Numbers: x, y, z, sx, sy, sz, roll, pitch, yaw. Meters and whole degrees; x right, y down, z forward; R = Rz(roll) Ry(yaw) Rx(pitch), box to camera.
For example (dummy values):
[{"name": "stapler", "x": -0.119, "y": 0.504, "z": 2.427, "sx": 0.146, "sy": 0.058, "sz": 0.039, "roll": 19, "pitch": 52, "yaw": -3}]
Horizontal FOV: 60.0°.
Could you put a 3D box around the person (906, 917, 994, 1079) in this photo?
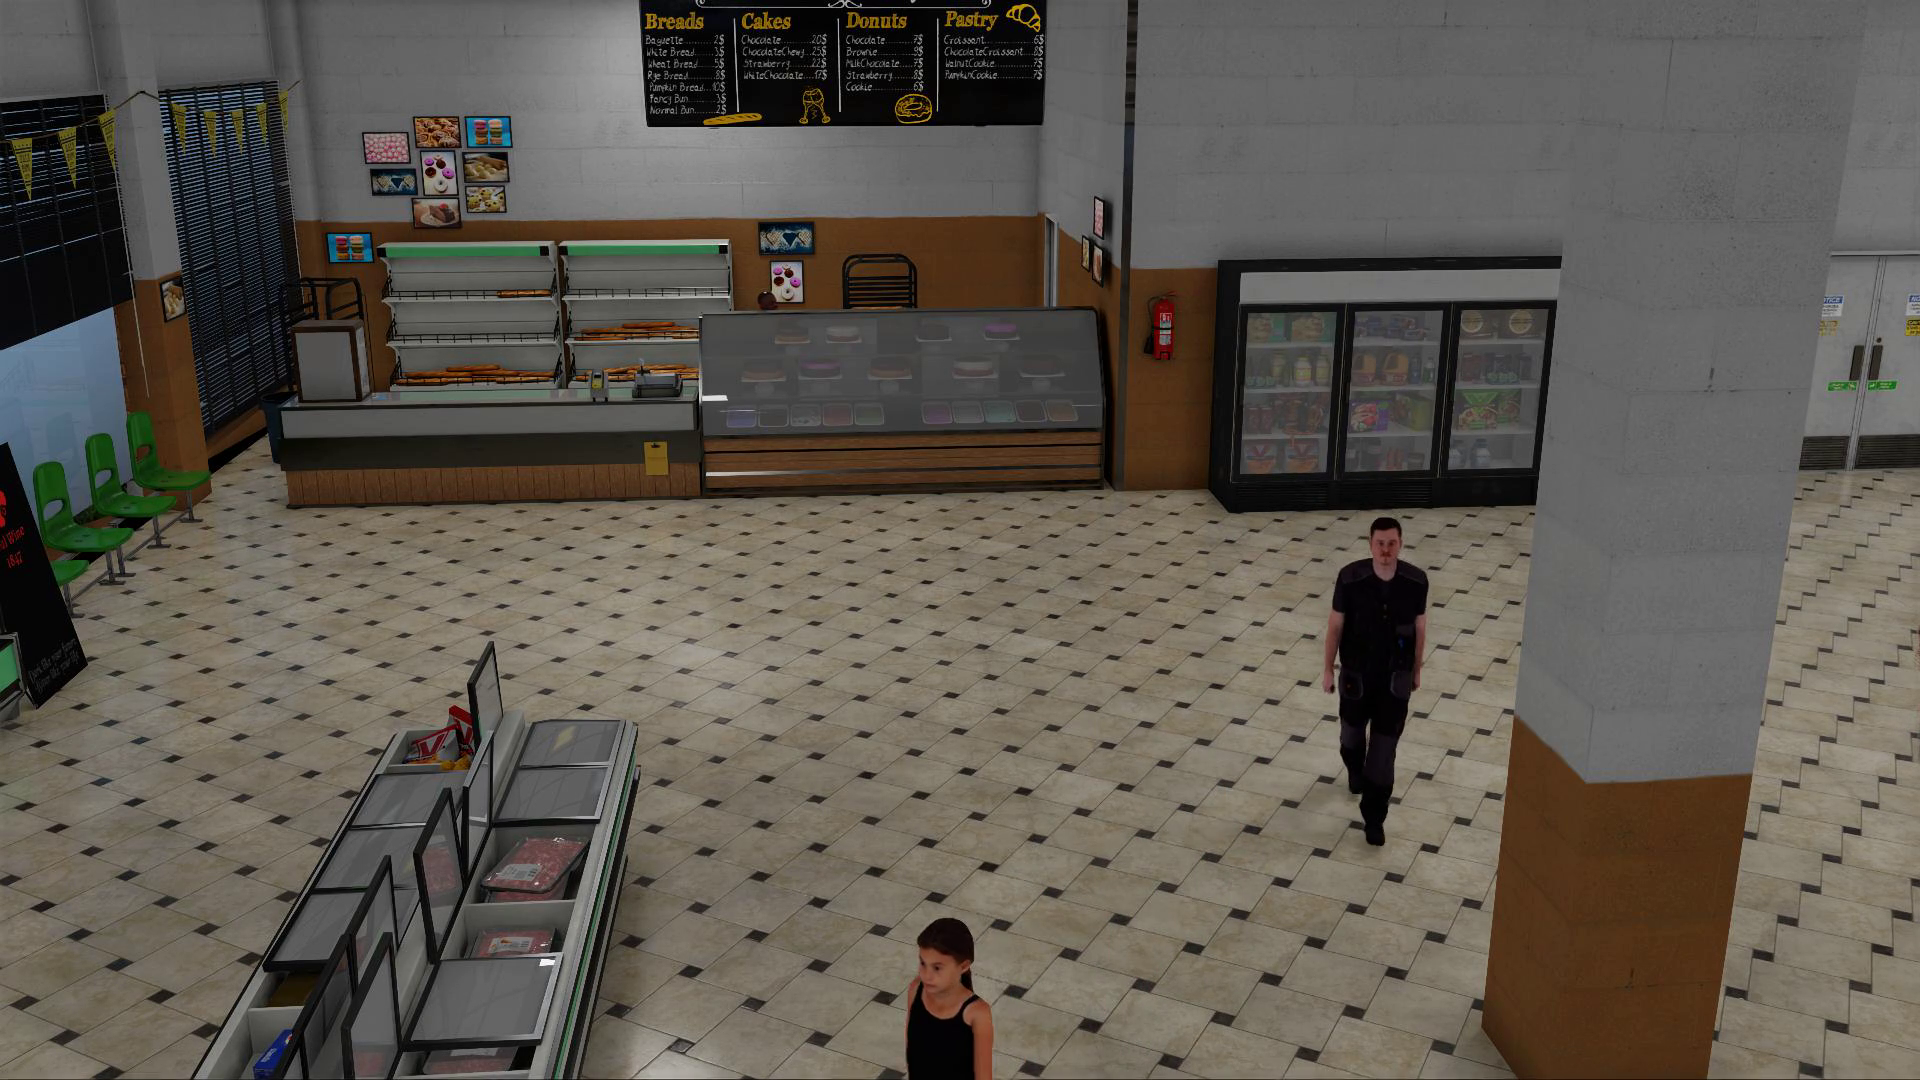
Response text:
[{"name": "person", "x": 0.000, "y": 2.006, "z": 5.859, "sx": 0.890, "sy": 1.531, "sz": 1.043, "roll": 10, "pitch": 19, "yaw": 29}]

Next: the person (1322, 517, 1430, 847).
[{"name": "person", "x": 2.370, "y": 0.745, "z": 9.534, "sx": 0.934, "sy": 1.809, "sz": 1.281, "roll": 3, "pitch": 17, "yaw": 11}]
